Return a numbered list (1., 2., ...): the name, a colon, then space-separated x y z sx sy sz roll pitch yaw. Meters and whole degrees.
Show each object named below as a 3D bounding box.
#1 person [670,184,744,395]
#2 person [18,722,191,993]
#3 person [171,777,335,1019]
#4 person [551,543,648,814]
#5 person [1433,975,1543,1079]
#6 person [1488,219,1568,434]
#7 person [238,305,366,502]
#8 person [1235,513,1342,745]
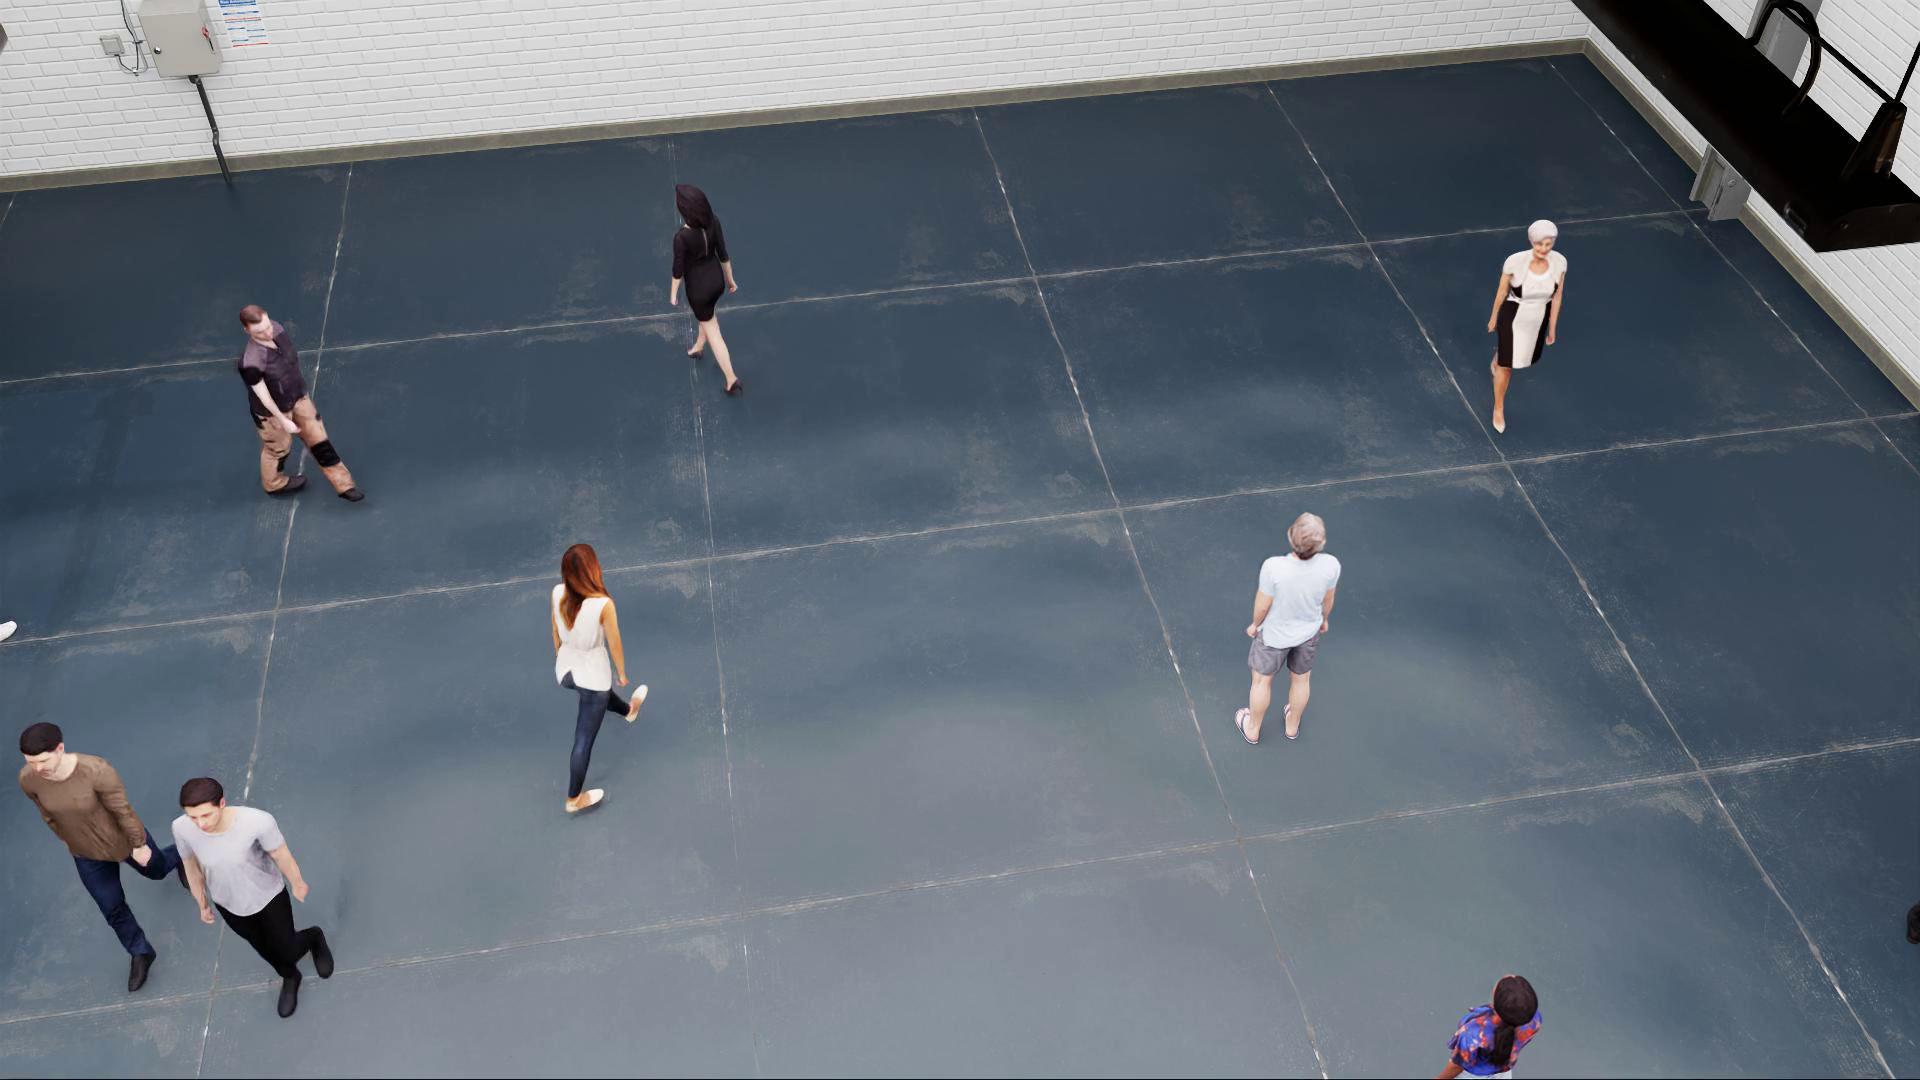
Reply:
1. person: -1.854 -1.829 12.570 1.073 1.773 0.981 30 51 28
2. person: -4.563 1.540 8.968 0.647 1.863 1.112 -7 44 -7
3. person: -3.694 1.783 8.720 0.729 1.855 0.744 -1 44 -1
4. person: -2.252 0.874 9.792 1.099 1.690 1.279 21 48 21
5. person: 2.475 2.583 7.961 0.617 1.743 0.560 -13 45 -13
6. person: 4.195 -1.677 12.443 0.730 1.727 1.051 0 44 0
7. person: -4.824 -0.975 11.671 1.092 1.777 1.130 7 44 7
8. person: 1.983 0.552 10.028 0.657 1.832 0.573 -4 44 -4
